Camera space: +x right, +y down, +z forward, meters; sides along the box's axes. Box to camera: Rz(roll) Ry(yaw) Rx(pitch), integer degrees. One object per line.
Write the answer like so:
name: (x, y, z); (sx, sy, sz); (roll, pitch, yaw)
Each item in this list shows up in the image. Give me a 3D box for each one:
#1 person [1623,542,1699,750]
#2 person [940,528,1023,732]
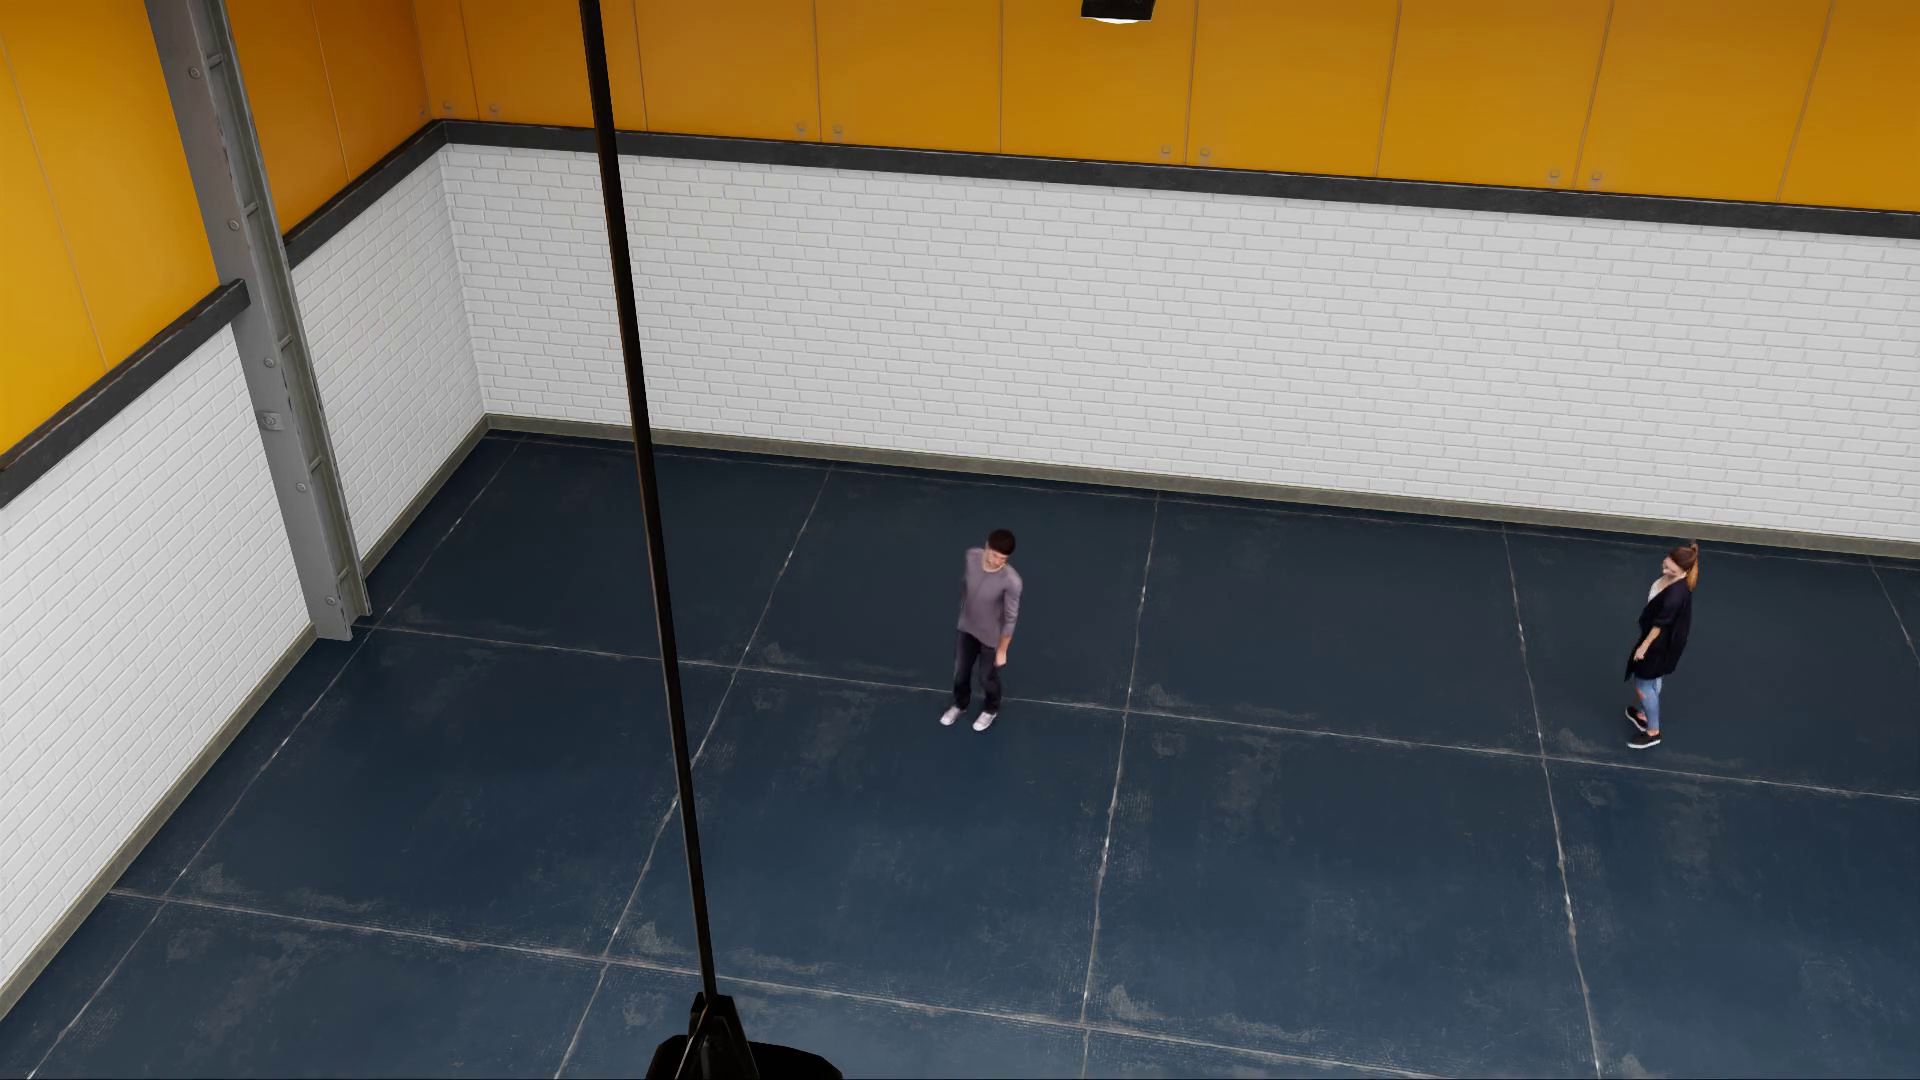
person: (4.981, 0.676, 11.773); (0.684, 1.678, 0.829); (-25, 41, -33)
person: (0.182, 0.613, 11.755); (0.843, 1.803, 0.862); (-24, 40, -31)
